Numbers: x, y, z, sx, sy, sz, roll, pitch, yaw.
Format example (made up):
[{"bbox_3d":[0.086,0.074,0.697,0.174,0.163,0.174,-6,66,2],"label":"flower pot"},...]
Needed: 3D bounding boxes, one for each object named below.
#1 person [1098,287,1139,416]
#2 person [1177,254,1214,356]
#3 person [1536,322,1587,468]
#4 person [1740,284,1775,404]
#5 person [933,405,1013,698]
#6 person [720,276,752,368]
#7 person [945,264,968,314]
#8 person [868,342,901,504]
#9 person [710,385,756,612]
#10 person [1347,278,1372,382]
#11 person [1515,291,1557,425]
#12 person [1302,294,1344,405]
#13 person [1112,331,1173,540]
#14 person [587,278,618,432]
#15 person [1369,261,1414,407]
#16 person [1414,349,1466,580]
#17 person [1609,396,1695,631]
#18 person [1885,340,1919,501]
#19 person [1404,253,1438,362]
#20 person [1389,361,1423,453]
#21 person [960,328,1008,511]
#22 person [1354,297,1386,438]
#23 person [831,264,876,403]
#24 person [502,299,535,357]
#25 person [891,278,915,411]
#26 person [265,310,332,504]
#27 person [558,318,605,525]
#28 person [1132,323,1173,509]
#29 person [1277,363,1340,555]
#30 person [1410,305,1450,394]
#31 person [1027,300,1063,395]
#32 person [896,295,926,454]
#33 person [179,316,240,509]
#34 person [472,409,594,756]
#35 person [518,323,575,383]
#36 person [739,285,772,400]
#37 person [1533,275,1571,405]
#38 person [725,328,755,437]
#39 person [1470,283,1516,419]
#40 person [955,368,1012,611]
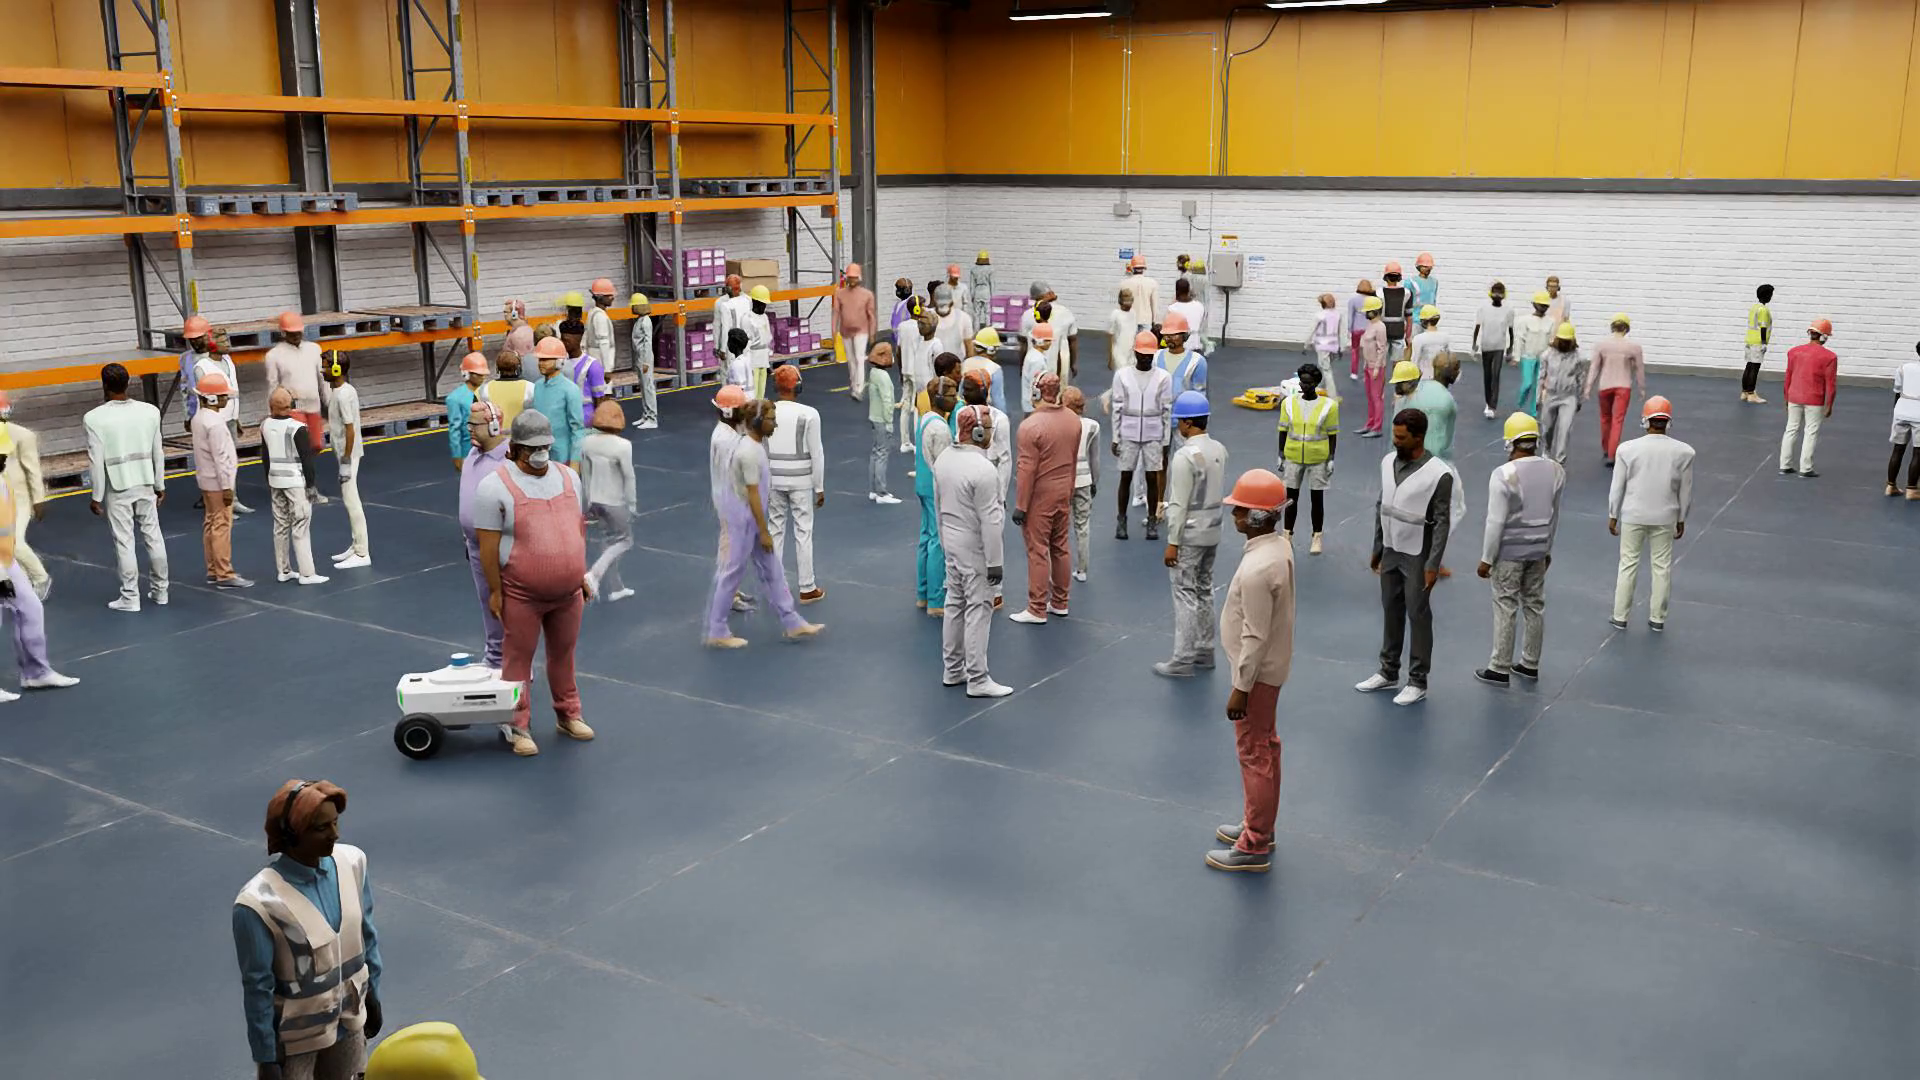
[{"bbox_3d":[2.085,-2.424,21.860,0.535,1.808,0.671,-11,17,-40],"label":"person"},{"bbox_3d":[3.994,-4.062,28.907,0.783,1.831,0.560,-3,13,-13],"label":"person"},{"bbox_3d":[6.640,-1.579,18.392,0.494,1.713,0.717,5,14,22],"label":"person"},{"bbox_3d":[11.379,-2.800,23.715,0.320,1.693,0.531,2,13,8],"label":"person"},{"bbox_3d":[0.098,0.069,10.802,0.408,1.906,0.654,-8,15,-30],"label":"person"},{"bbox_3d":[-3.025,-2.623,22.528,0.356,1.884,0.574,10,16,37],"label":"person"},{"bbox_3d":[-0.138,-3.659,27.341,0.585,1.740,0.432,-6,14,-24],"label":"person"},{"bbox_3d":[-0.781,-1.188,16.848,0.275,1.632,0.507,-4,14,-18],"label":"person"},{"bbox_3d":[-1.751,-0.326,12.851,0.332,1.749,0.563,-2,13,-7],"label":"person"},{"bbox_3d":[6.300,-3.276,25.985,0.498,1.602,0.764,1,13,6],"label":"person"},{"bbox_3d":[7.538,-2.379,21.740,0.552,1.751,0.368,-2,13,-9],"label":"person"},{"bbox_3d":[5.098,-2.658,23.346,0.524,1.582,0.881,-7,15,-29],"label":"person"},{"bbox_3d":[1.659,-0.947,15.172,0.550,1.928,0.388,1,13,5],"label":"person"},{"bbox_3d":[-4.262,-2.107,19.939,0.396,2.042,0.610,-5,14,-21],"label":"person"},{"bbox_3d":[5.960,-2.839,23.116,0.614,2.040,0.390,-1,13,-3],"label":"person"},{"bbox_3d":[3.938,-0.613,13.739,0.491,1.915,0.636,0,13,-2],"label":"person"},{"bbox_3d":[5.089,-0.195,12.302,0.566,1.744,0.349,3,13,12],"label":"person"},{"bbox_3d":[9.750,-1.238,16.952,0.321,1.685,0.542,-6,14,-25],"label":"person"},{"bbox_3d":[7.012,-3.333,25.259,0.615,2.041,0.385,-6,14,-26],"label":"person"},{"bbox_3d":[3.833,-0.662,14.313,0.342,1.752,0.532,-3,13,-14],"label":"person"},{"bbox_3d":[0.237,-1.176,16.390,0.404,1.824,0.606,-11,17,-40],"label":"person"},{"bbox_3d":[5.149,-2.159,20.793,0.327,1.760,0.523,-1,13,-2],"label":"person"},{"bbox_3d":[-1.539,-2.959,23.828,0.607,1.944,1.028,3,13,12],"label":"person"},{"bbox_3d":[-4.939,-1.733,18.617,0.407,1.908,0.641,-2,13,-10],"label":"person"},{"bbox_3d":[-0.739,-2.700,22.988,0.431,1.835,0.624,-6,14,-24],"label":"person"},{"bbox_3d":[-6.726,-1.359,16.864,0.723,1.966,0.622,10,16,36],"label":"person"},{"bbox_3d":[-3.650,-1.131,15.874,0.604,1.966,0.367,8,15,32],"label":"person"},{"bbox_3d":[1.933,-1.224,16.533,0.524,1.856,0.350,12,18,43],"label":"person"},{"bbox_3d":[3.051,-0.712,14.647,0.539,1.695,0.318,6,14,24],"label":"person"},{"bbox_3d":[5.538,-1.895,19.674,0.534,1.754,0.390,-5,14,-20],"label":"person"},{"bbox_3d":[0.965,-1.821,19.103,0.511,1.862,0.320,-9,16,-33],"label":"person"},{"bbox_3d":[-0.535,-1.946,19.637,0.334,1.865,0.517,-12,18,-42],"label":"person"},{"bbox_3d":[-7.460,-1.252,16.485,0.546,1.928,0.382,2,13,7],"label":"person"},{"bbox_3d":[-2.451,0.236,9.783,0.688,2.000,0.539,-12,18,-43],"label":"person"},{"bbox_3d":[-3.880,-1.081,15.723,0.629,1.938,0.372,4,13,15],"label":"person"},{"bbox_3d":[-2.487,-2.174,20.512,0.389,1.916,0.585,5,14,19],"label":"person"},{"bbox_3d":[8.416,-2.868,23.739,0.521,1.821,0.771,2,13,7],"label":"person"},{"bbox_3d":[-2.323,-1.393,17.599,0.316,1.695,0.541,0,13,2],"label":"person"},{"bbox_3d":[7.192,-2.564,22.434,0.511,1.815,0.970,6,14,26],"label":"person"},{"bbox_3d":[0.146,-0.382,12.806,0.339,1.882,0.584,-11,17,-40],"label":"person"}]
